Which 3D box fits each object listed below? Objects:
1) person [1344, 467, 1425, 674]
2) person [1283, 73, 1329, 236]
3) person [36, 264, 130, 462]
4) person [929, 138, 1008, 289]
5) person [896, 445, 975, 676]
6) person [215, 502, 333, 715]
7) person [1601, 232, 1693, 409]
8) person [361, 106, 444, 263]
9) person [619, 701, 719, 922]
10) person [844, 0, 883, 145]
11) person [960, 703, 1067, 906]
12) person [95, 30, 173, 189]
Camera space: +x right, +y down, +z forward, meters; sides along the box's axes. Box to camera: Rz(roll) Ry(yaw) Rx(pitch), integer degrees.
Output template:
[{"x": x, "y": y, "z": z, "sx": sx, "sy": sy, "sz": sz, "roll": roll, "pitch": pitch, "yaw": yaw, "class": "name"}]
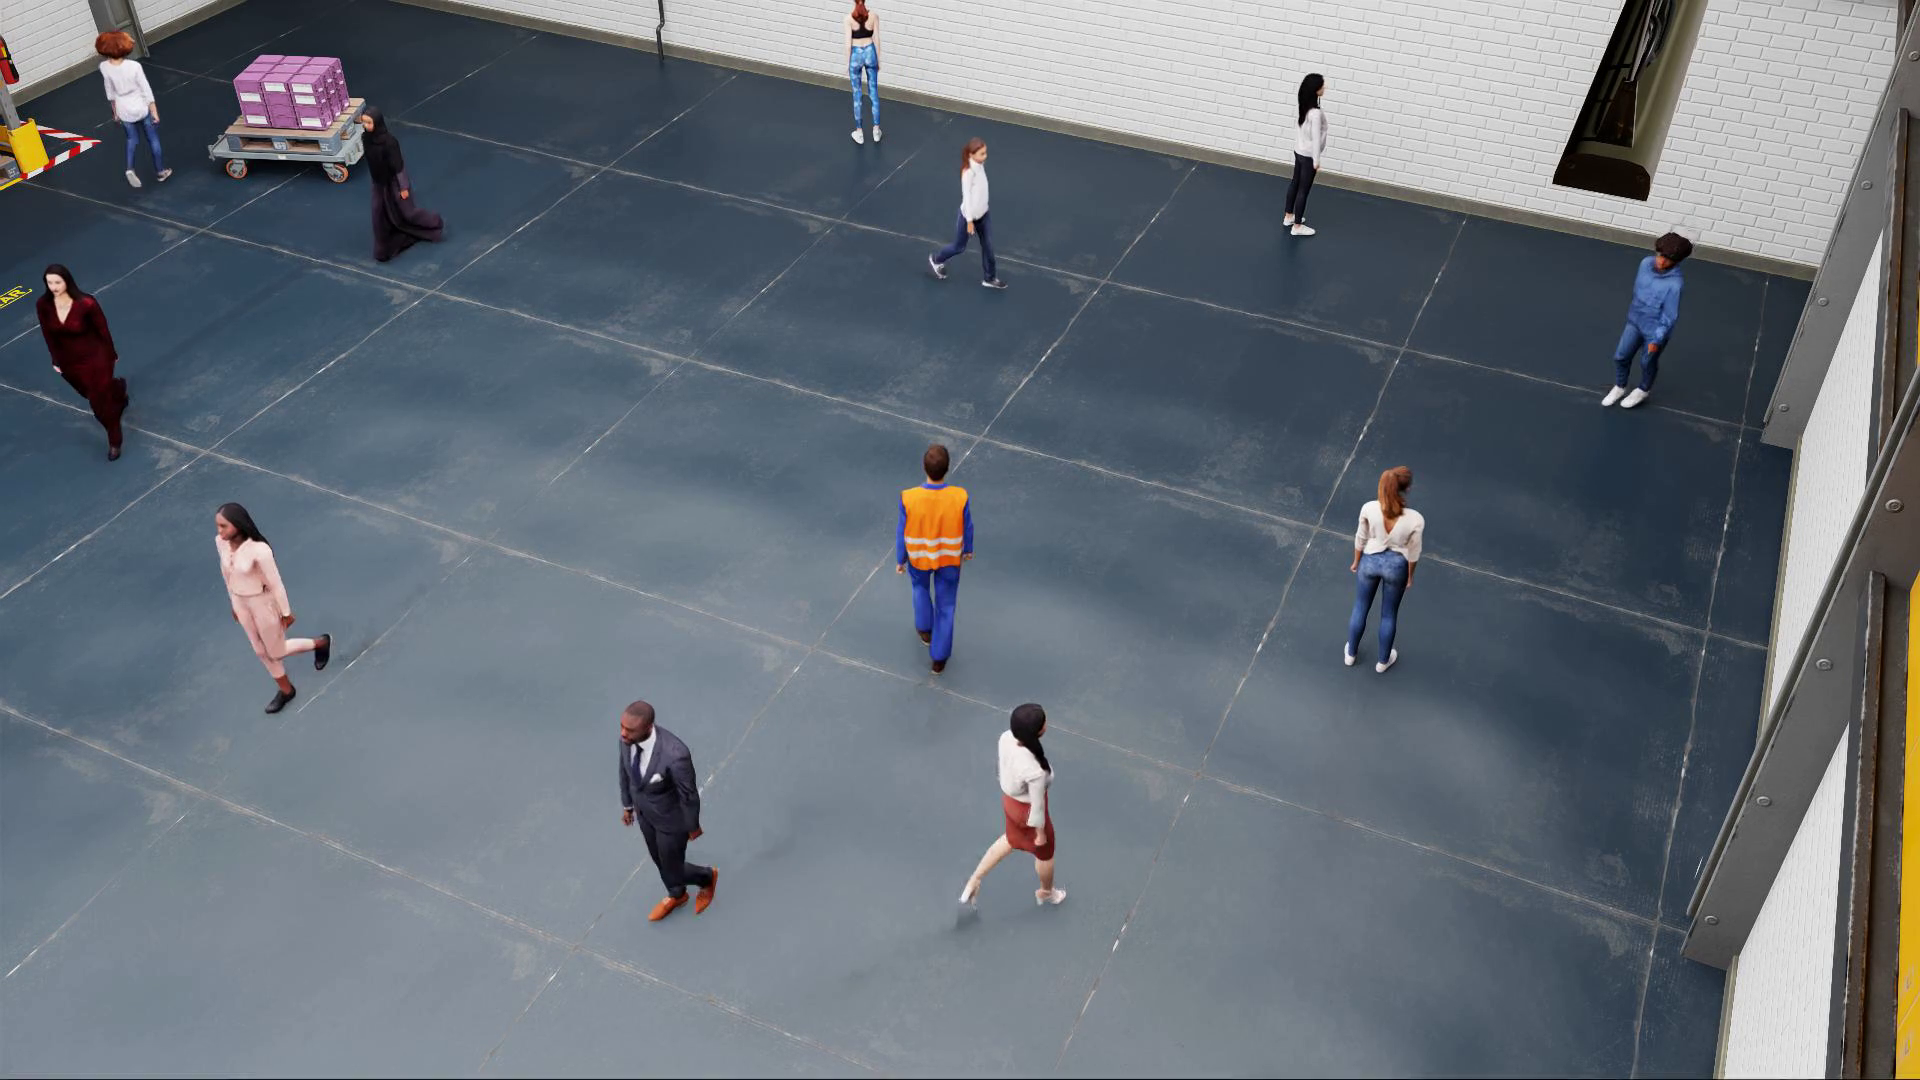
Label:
[{"x": 2.984, "y": 0.208, "z": 11.720, "sx": 0.597, "sy": 1.720, "sz": 0.493, "roll": 16, "pitch": 41, "yaw": 19, "class": "person"}, {"x": 3.522, "y": -3.942, "z": 16.931, "sx": 0.770, "sy": 1.701, "sz": 0.684, "roll": -7, "pitch": 39, "yaw": -9, "class": "person"}, {"x": -7.299, "y": -1.561, "z": 13.930, "sx": 0.924, "sy": 1.727, "sz": 1.156, "roll": 1, "pitch": 39, "yaw": 1, "class": "person"}, {"x": 0.060, "y": -3.159, "z": 16.085, "sx": 0.668, "sy": 1.535, "sz": 1.001, "roll": 21, "pitch": 43, "yaw": 24, "class": "person"}, {"x": -0.177, "y": 0.189, "z": 11.642, "sx": 0.882, "sy": 1.847, "sz": 0.954, "roll": 0, "pitch": 39, "yaw": -1, "class": "person"}, {"x": -4.766, "y": 0.415, "z": 11.471, "sx": 0.641, "sy": 1.708, "sz": 0.862, "roll": 18, "pitch": 42, "yaw": 21, "class": "person"}, {"x": 5.964, "y": -1.896, "z": 14.314, "sx": 0.947, "sy": 1.771, "sz": 0.887, "roll": -12, "pitch": 40, "yaw": -15, "class": "person"}, {"x": -5.621, "y": -3.607, "z": 16.601, "sx": 0.695, "sy": 1.590, "sz": 1.053, "roll": 22, "pitch": 43, "yaw": 25, "class": "person"}, {"x": -1.719, "y": 1.576, "z": 9.938, "sx": 0.791, "sy": 1.807, "sz": 0.796, "roll": 29, "pitch": 47, "yaw": 31, "class": "person"}, {"x": -1.081, "y": -5.311, "z": 18.580, "sx": 0.689, "sy": 1.784, "sz": 0.741, "roll": -9, "pitch": 39, "yaw": -11, "class": "person"}, {"x": 0.340, "y": 1.649, "z": 9.905, "sx": 1.034, "sy": 1.734, "sz": 0.945, "roll": -16, "pitch": 41, "yaw": -19, "class": "person"}, {"x": -8.819, "y": -4.551, "z": 17.704, "sx": 0.869, "sy": 1.689, "sz": 1.014, "roll": -2, "pitch": 39, "yaw": -2, "class": "person"}]
